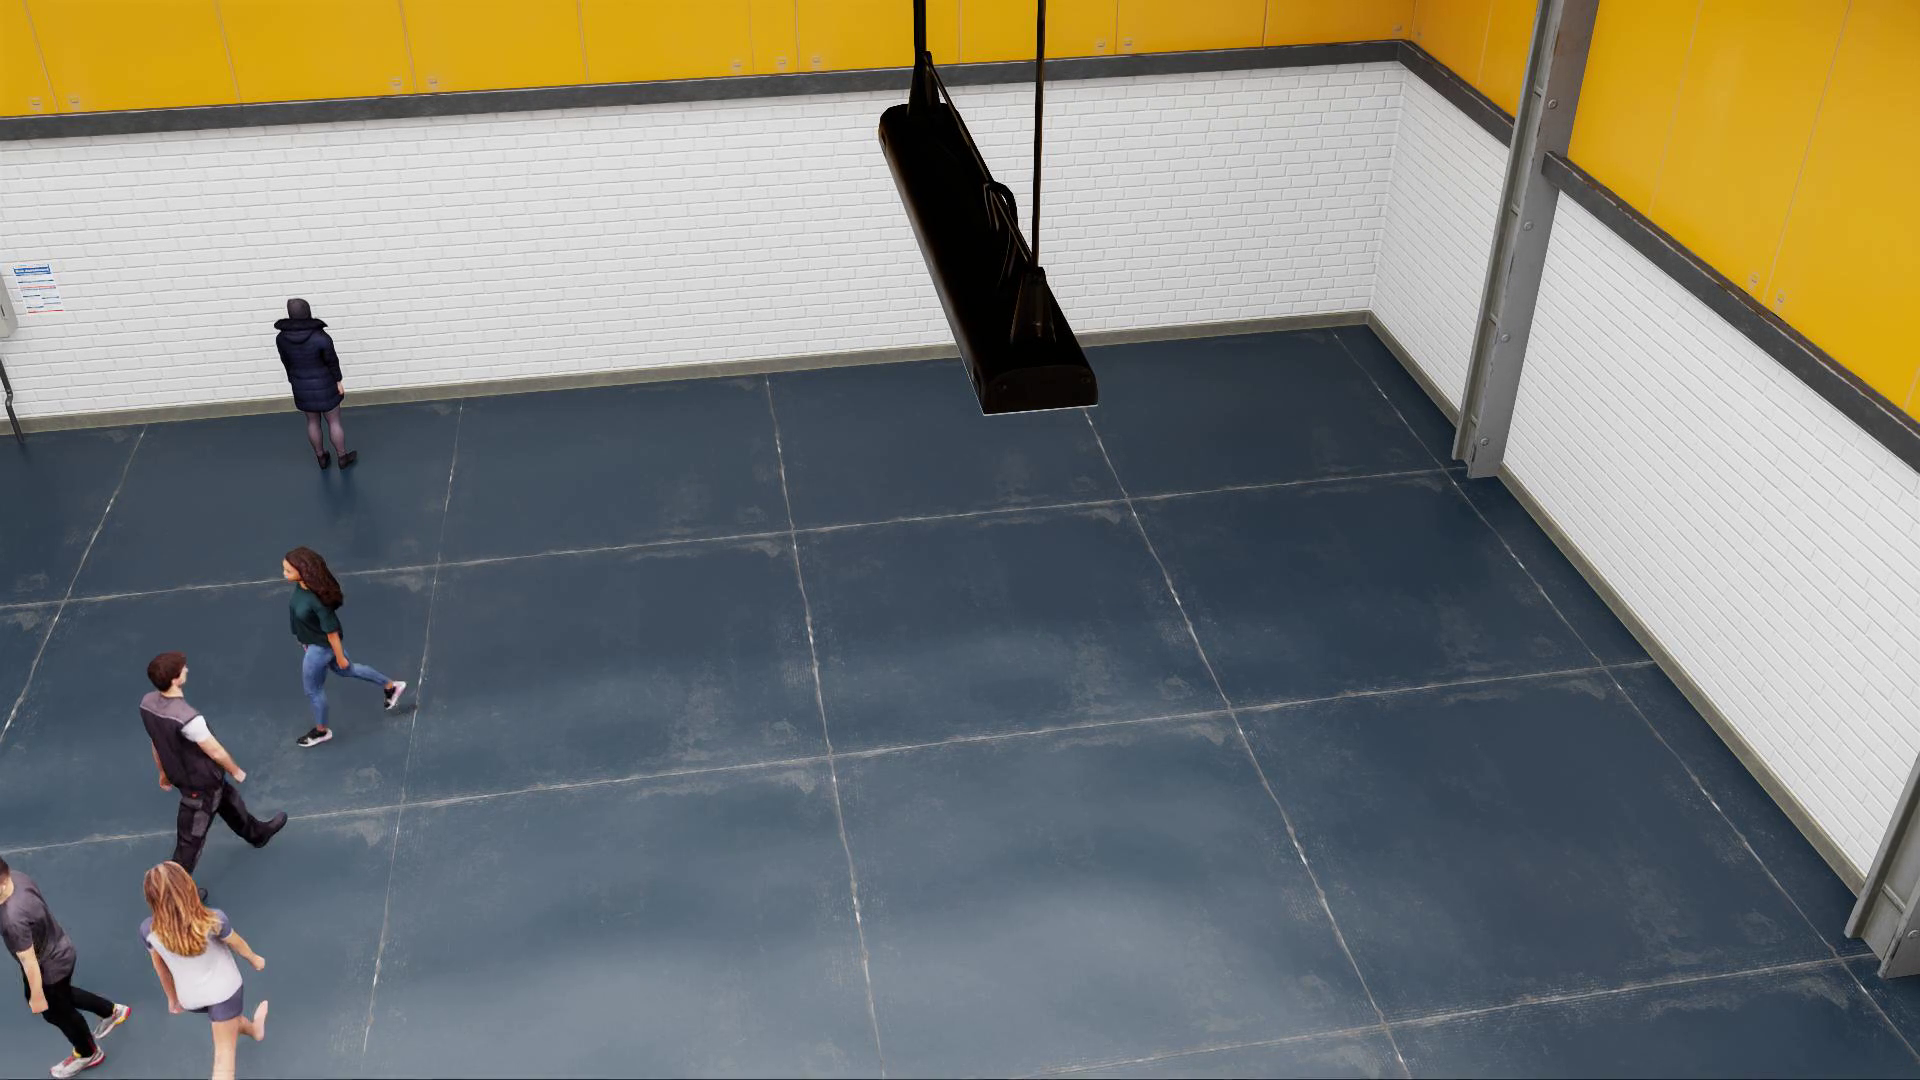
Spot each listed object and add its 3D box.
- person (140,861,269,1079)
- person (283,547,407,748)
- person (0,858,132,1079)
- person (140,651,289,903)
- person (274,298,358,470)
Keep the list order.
[{"bbox_3d":[-4.090,2.529,9.020,0.749,1.666,1.156,1,34,1],"label":"person"},{"bbox_3d":[-4.438,0.709,11.830,0.901,1.587,1.077,-18,38,-25],"label":"person"},{"bbox_3d":[-5.001,2.334,9.250,0.870,1.736,0.808,-20,38,-27],"label":"person"},{"bbox_3d":[-4.847,1.553,10.369,1.188,1.798,1.209,21,39,29],"label":"person"},{"bbox_3d":[-5.796,-1.405,14.932,0.726,1.674,0.713,1,34,2],"label":"person"}]
